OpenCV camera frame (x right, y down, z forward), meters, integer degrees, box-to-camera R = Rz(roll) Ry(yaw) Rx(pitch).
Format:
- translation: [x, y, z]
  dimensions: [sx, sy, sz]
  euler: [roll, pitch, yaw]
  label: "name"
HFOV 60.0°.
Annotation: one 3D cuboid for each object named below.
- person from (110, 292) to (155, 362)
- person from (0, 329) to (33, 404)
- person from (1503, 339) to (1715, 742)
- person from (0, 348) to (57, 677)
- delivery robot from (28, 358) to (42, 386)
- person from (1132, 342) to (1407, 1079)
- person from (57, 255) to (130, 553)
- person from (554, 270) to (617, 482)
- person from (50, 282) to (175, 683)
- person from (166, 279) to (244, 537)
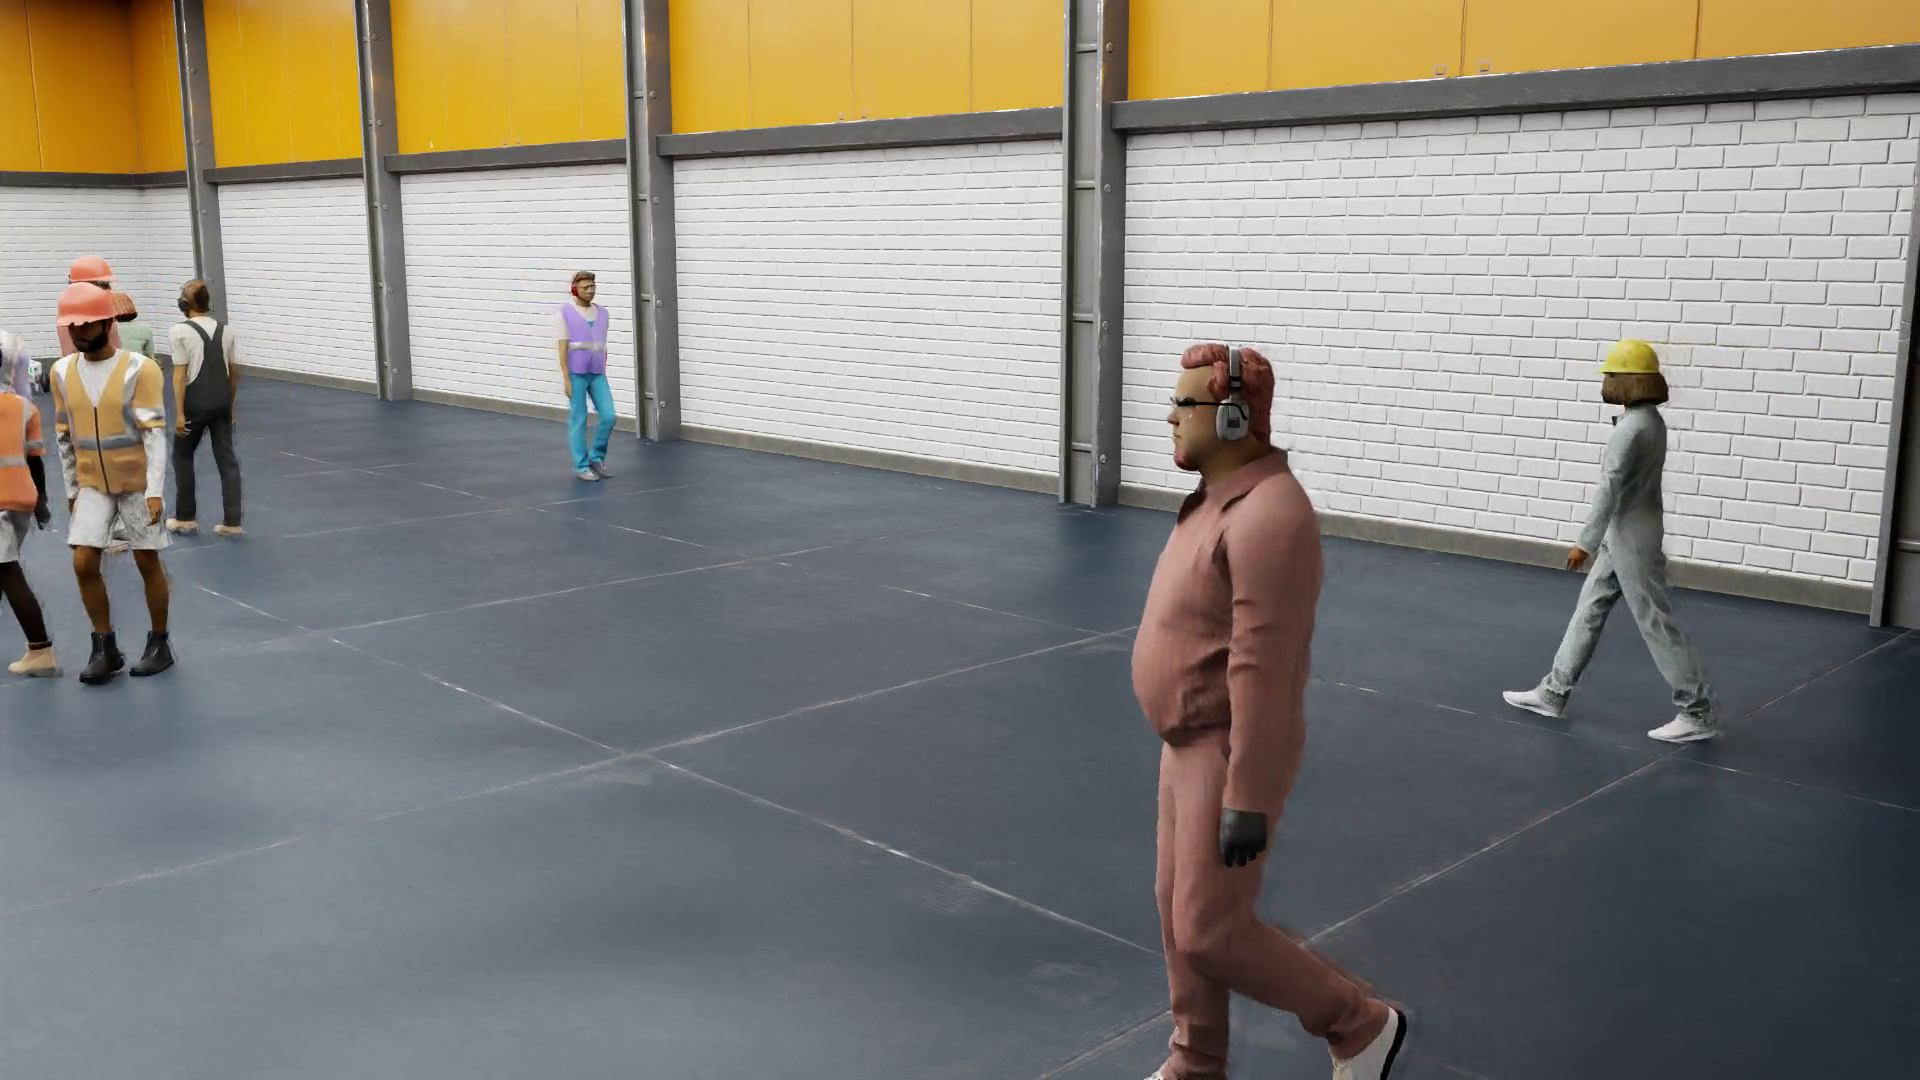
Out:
- translation: [-7.324, -1.358, 14.664]
  dimensions: [0.270, 1.631, 0.507]
  euler: [6, 12, 29]
  label: "person"
- translation: [-6.060, -0.649, 10.266]
  dimensions: [0.632, 1.833, 0.463]
  euler: [-7, 13, -34]
  label: "person"
- translation: [2.841, -0.004, 7.097]
  dimensions: [0.895, 1.695, 0.501]
  euler: [6, 12, 29]
  label: "person"
- translation: [-4.780, -0.166, 8.106]
  dimensions: [0.878, 1.645, 0.551]
  euler: [3, 11, 15]
  label: "person"
- translation: [-12.543, -2.262, 22.278]
  dimensions: [0.477, 0.478, 0.707]
  euler: [-4, 11, -19]
  label: "delivery robot"
- translation: [0.685, 0.492, 3.857]
  dimensions: [0.598, 1.895, 0.647]
  euler: [-1, 10, -3]
  label: "person"
- translation: [-5.833, -0.921, 11.291]
  dimensions: [0.379, 1.996, 0.611]
  euler: [0, 10, -2]
  label: "person"
- translation: [-3.241, -1.407, 14.398]
  dimensions: [0.456, 1.829, 0.576]
  euler: [10, 14, 43]
  label: "person"
- translation: [-4.032, -0.257, 7.904]
  dimensions: [0.575, 1.911, 0.629]
  euler: [0, 10, -1]
  label: "person"
- translation: [-5.417, -0.927, 11.809]
  dimensions: [0.787, 1.815, 0.543]
  euler: [7, 12, 32]
  label: "person"
